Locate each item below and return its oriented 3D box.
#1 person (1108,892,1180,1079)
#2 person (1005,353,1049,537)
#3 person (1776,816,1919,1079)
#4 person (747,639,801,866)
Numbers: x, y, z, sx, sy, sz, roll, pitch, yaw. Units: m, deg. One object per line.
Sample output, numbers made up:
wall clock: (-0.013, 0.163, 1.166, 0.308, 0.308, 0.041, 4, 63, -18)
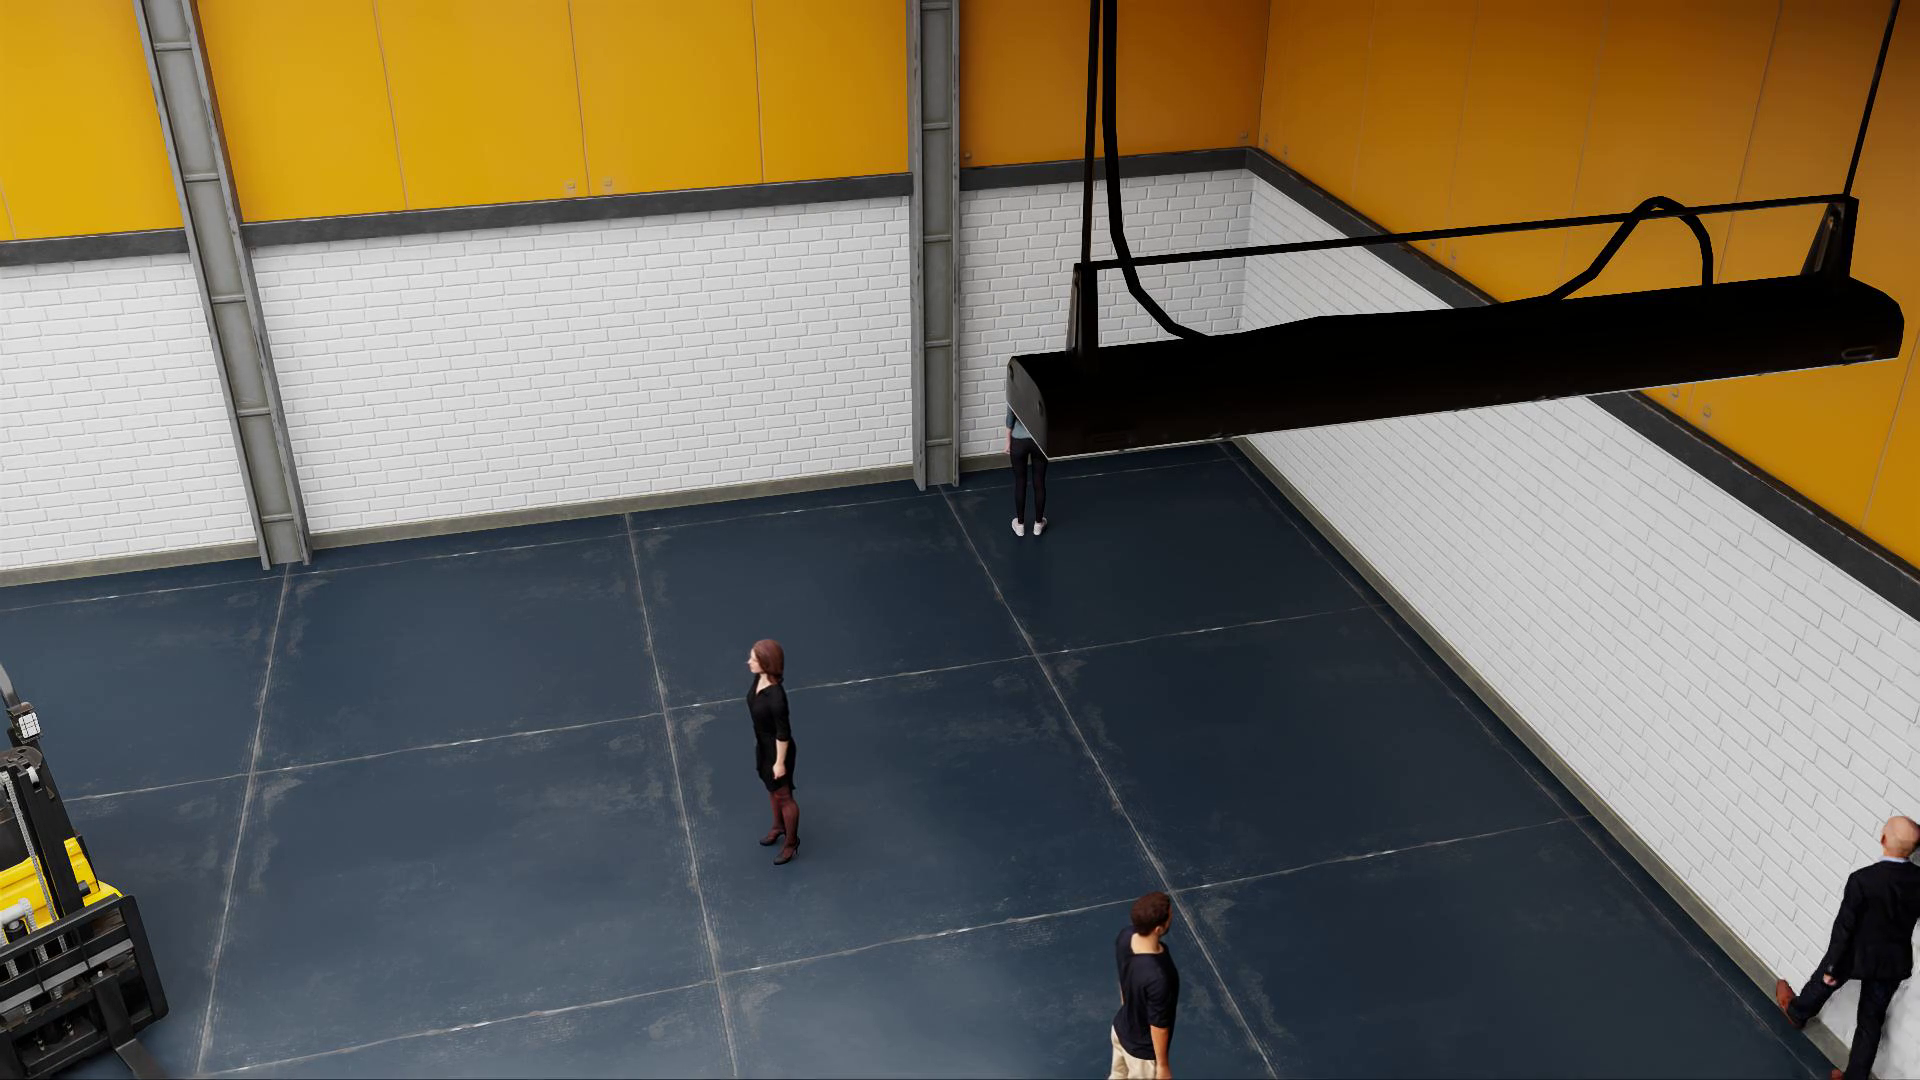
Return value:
person: (0.927, 2.570, 8.589, 0.561, 1.852, 0.644, -9, 30, -16)
person: (0.619, -0.857, 14.987, 0.545, 1.741, 0.698, 0, 29, 0)
person: (4.994, 2.347, 9.090, 1.144, 1.764, 1.003, 4, 29, 7)
person: (-1.212, 1.378, 10.928, 0.553, 1.706, 0.620, -13, 31, -22)
